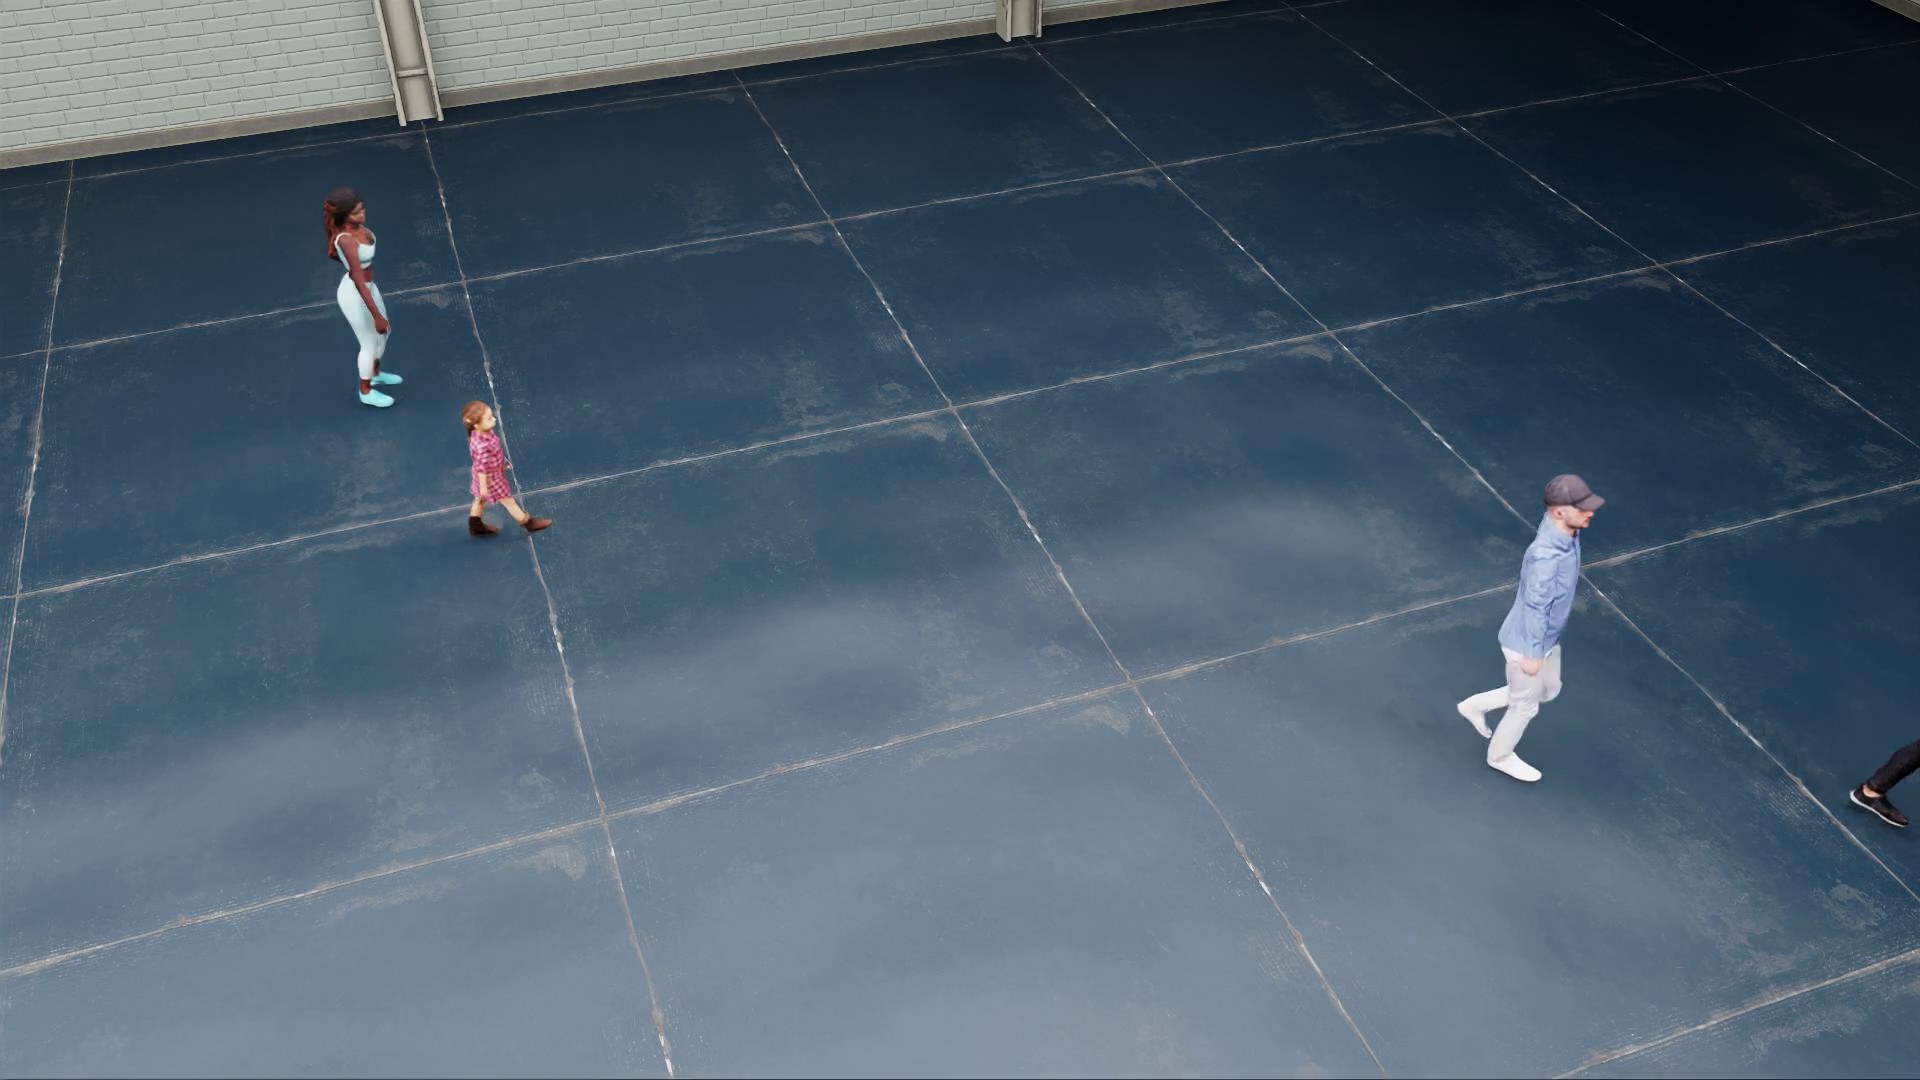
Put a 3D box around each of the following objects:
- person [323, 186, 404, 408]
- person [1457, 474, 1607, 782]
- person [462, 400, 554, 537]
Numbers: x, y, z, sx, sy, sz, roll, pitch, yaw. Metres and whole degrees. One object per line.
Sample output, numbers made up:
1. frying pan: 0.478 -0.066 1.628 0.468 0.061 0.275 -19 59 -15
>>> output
1. person: -4.041 -1.612 11.150 0.672 1.690 0.727 -14 40 -17
2. person: 2.824 0.439 8.378 0.912 1.877 0.858 21 43 25
3. person: -2.933 -0.415 10.183 0.755 0.998 0.484 -8 39 -10
